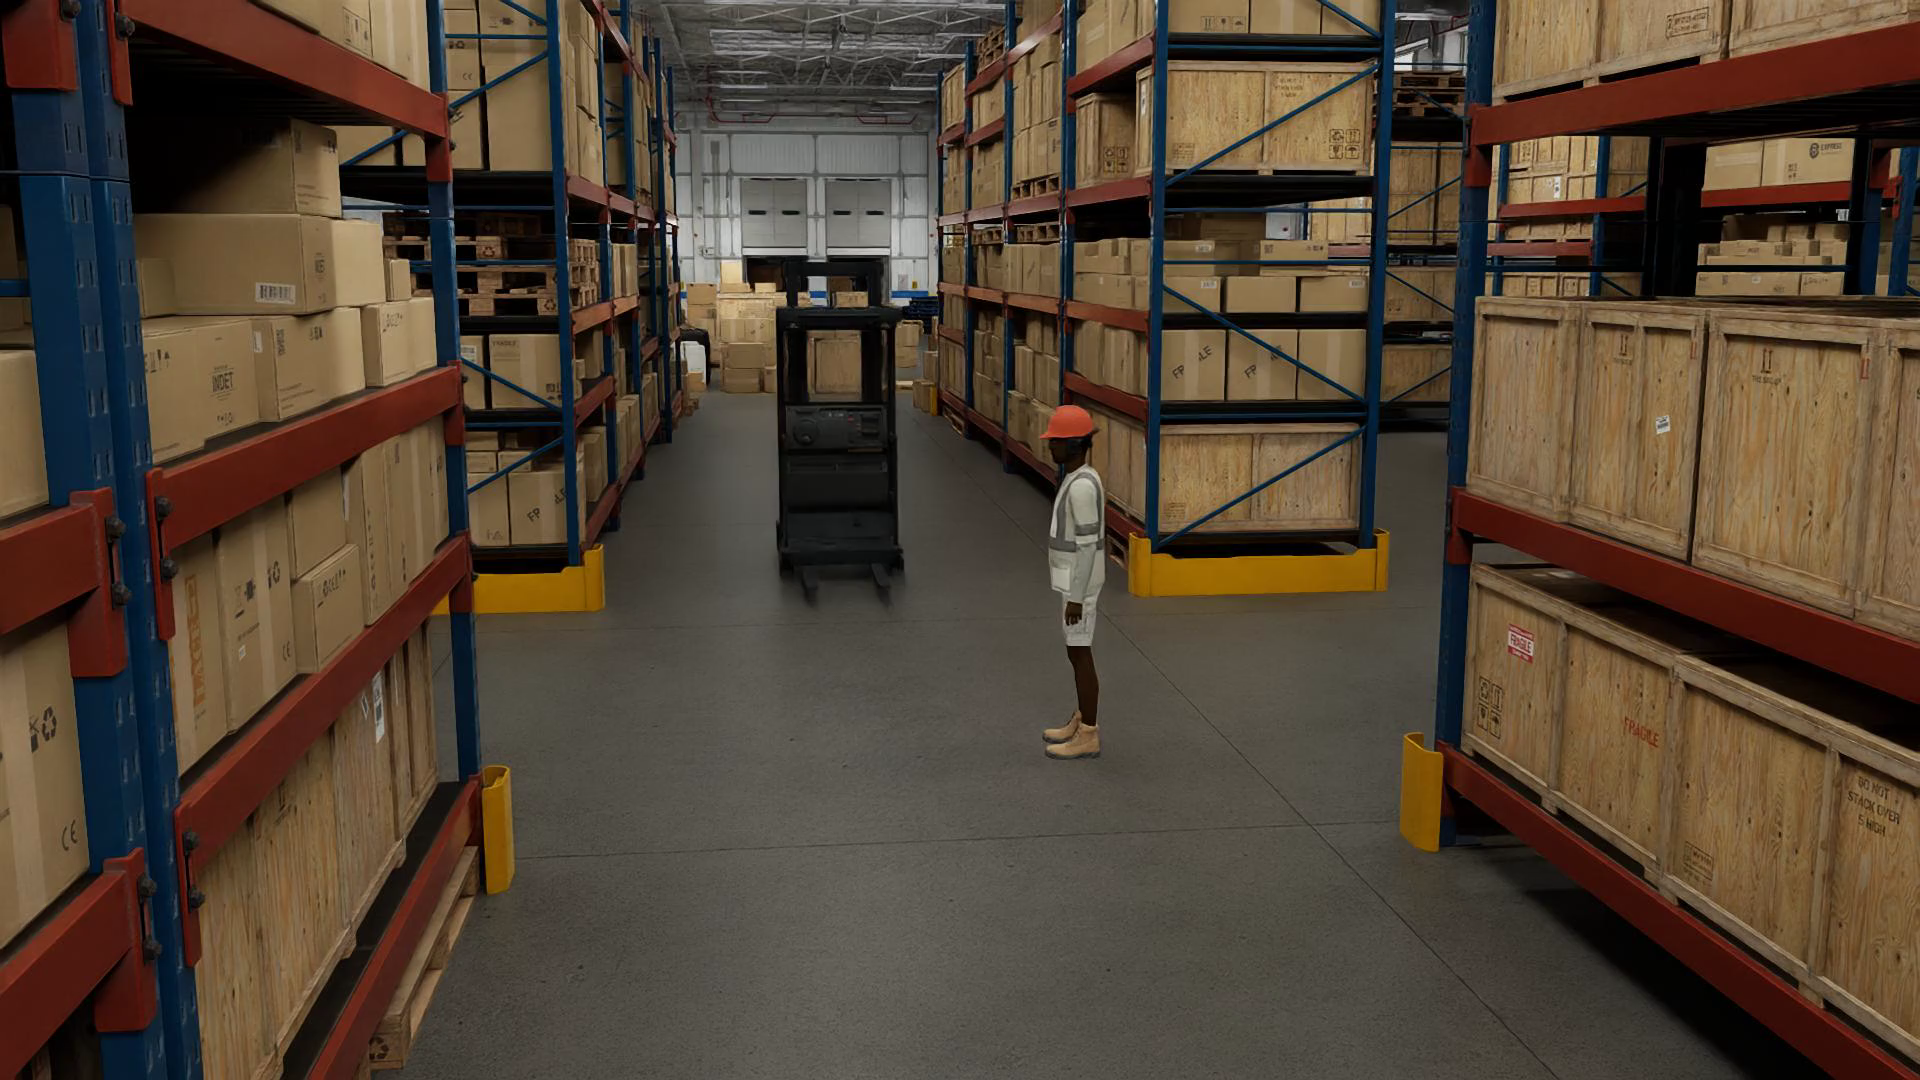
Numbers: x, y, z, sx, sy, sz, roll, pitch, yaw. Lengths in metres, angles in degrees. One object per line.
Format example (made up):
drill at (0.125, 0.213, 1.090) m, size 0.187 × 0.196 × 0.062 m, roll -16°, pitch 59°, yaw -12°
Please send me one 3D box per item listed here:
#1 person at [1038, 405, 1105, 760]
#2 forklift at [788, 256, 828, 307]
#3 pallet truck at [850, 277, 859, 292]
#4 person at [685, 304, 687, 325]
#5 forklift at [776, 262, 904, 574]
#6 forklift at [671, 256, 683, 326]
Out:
person at (0.637, 0.244, 9.578) m, size 0.390 × 2.041 × 0.614 m, roll 0°, pitch 10°, yaw 2°
forklift at (-5.680, -8.637, 58.848) m, size 1.873 × 2.768 × 1.129 m, roll 4°, pitch 11°, yaw 24°
pallet truck at (-3.782, -9.391, 65.808) m, size 1.885 × 1.965 × 0.823 m, roll 2°, pitch 10°, yaw 10°
person at (-9.457, -7.960, 58.640) m, size 0.845 × 1.600 × 0.521 m, roll -4°, pitch 11°, yaw -22°
forklift at (-1.181, -1.222, 15.680) m, size 1.129 × 2.768 × 1.873 m, roll -1°, pitch 10°, yaw -7°
forklift at (-11.330, -9.537, 64.090) m, size 1.129 × 2.768 × 1.873 m, roll -1°, pitch 10°, yaw -7°
